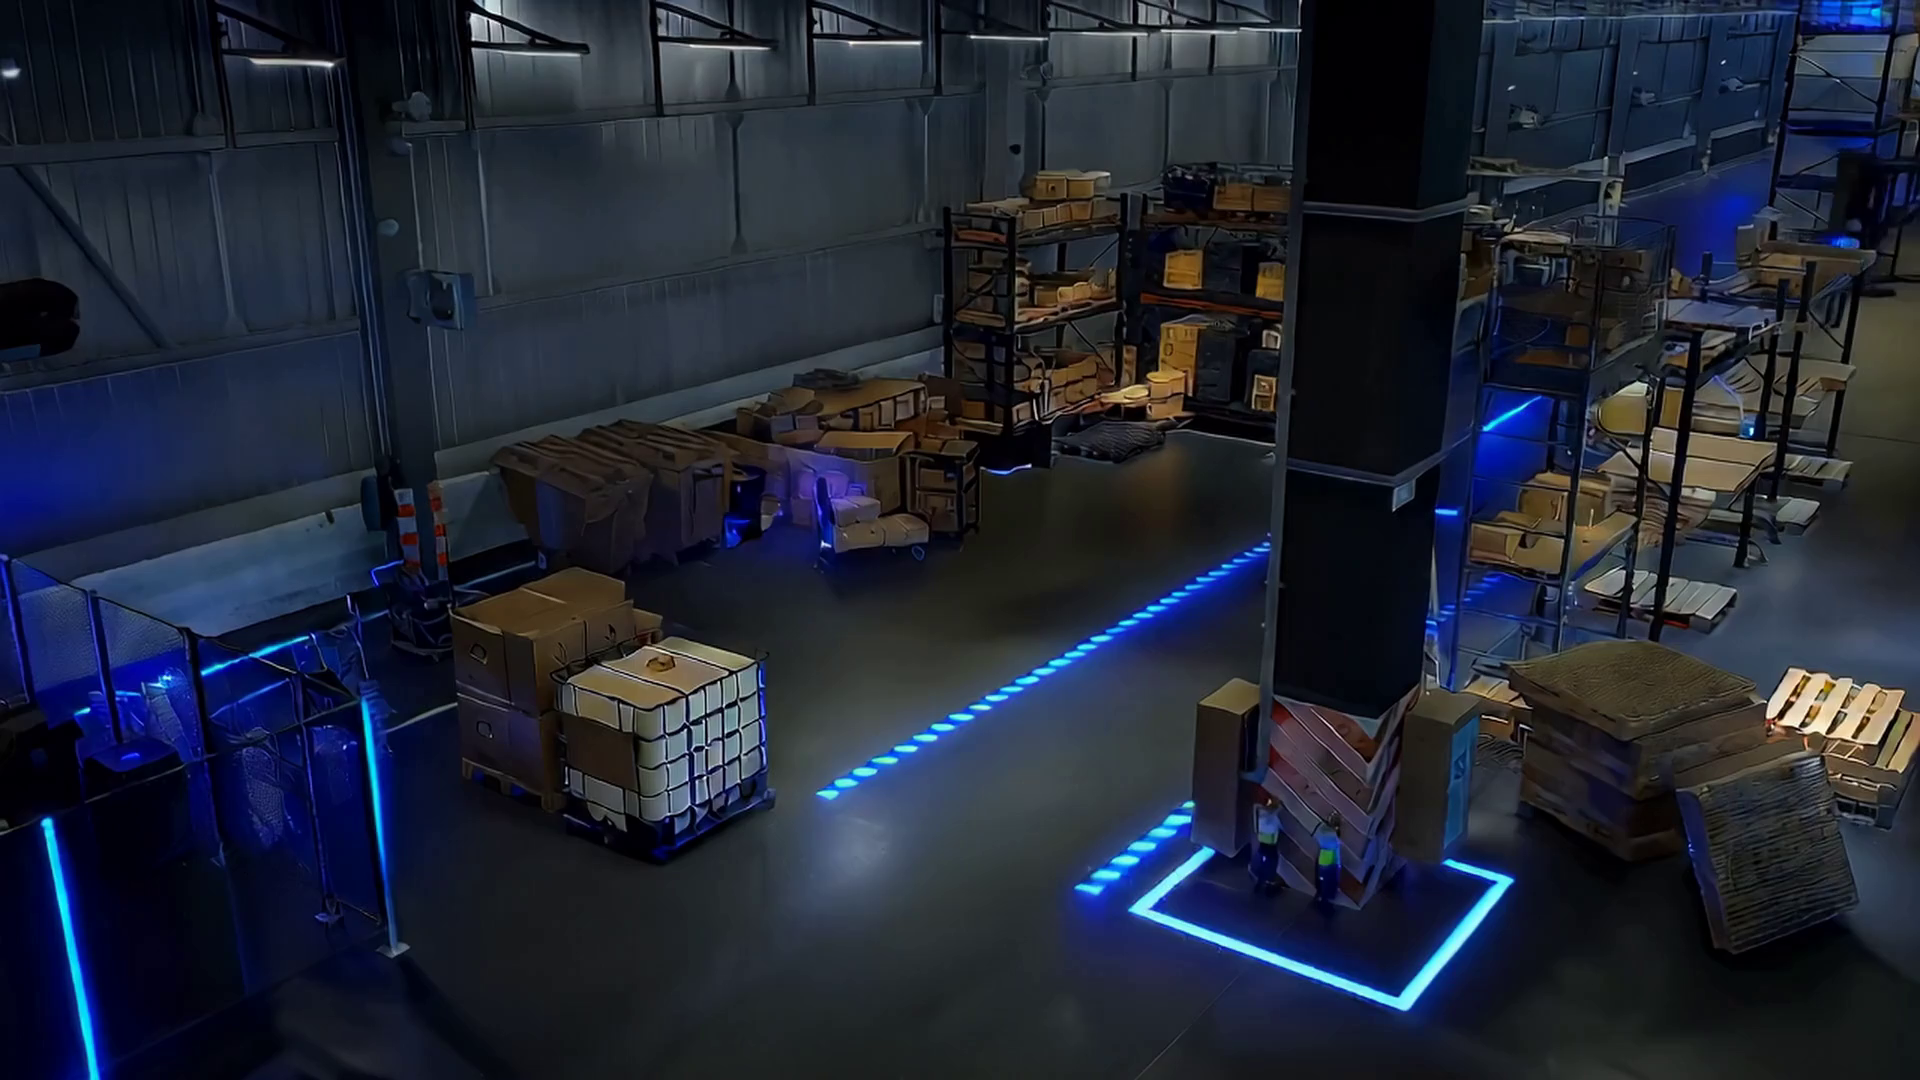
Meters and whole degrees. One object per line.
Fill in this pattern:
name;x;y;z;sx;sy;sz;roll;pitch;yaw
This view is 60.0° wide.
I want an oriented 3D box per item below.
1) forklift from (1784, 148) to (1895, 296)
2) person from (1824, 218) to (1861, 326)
forklift;17.477;-6.284;32.852;1.873;2.768;1.129;1;18;2
person;15.802;-4.779;29.762;0.560;1.920;0.502;13;22;34
